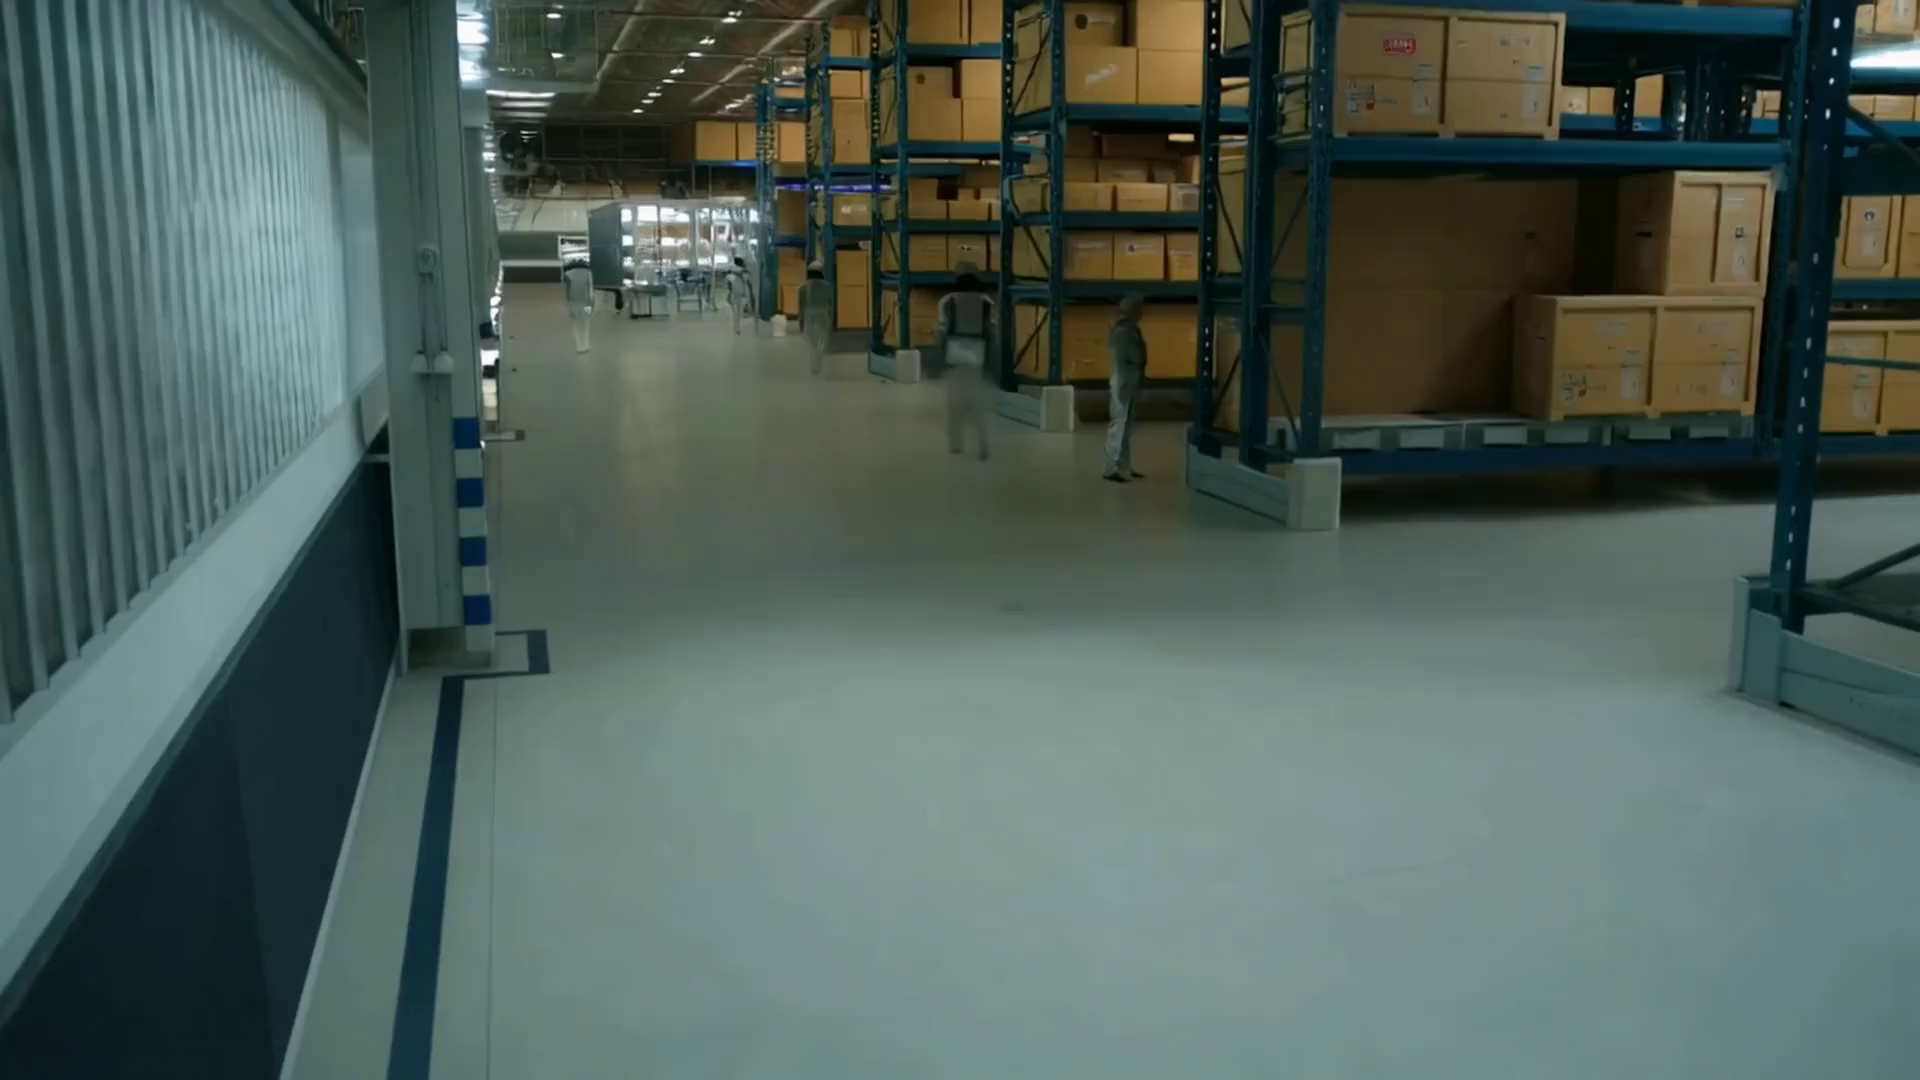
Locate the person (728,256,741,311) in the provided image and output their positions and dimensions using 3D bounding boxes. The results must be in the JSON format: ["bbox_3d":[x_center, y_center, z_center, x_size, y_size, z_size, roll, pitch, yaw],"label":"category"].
[{"bbox_3d":[-6.474,-7.329,48.126,0.485,1.735,0.346,5,11,25],"label":"person"}]

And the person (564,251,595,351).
[{"bbox_3d":[-7.358,-4.609,32.179,0.577,1.922,0.404,-1,10,-7],"label":"person"}]

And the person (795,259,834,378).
[{"bbox_3d":[-2.239,-3.399,25.617,0.620,1.818,0.424,1,10,4],"label":"person"}]

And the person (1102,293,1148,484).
[{"bbox_3d":[1.444,-1.296,14.279,0.323,1.628,0.527,5,11,27],"label":"person"}]

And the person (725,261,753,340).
[{"bbox_3d":[-4.840,-5.251,36.422,0.576,1.712,0.882,-3,10,-16],"label":"person"}]

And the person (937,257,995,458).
[{"bbox_3d":[0.053,-1.724,15.869,0.543,1.922,0.471,-3,10,-14],"label":"person"}]
